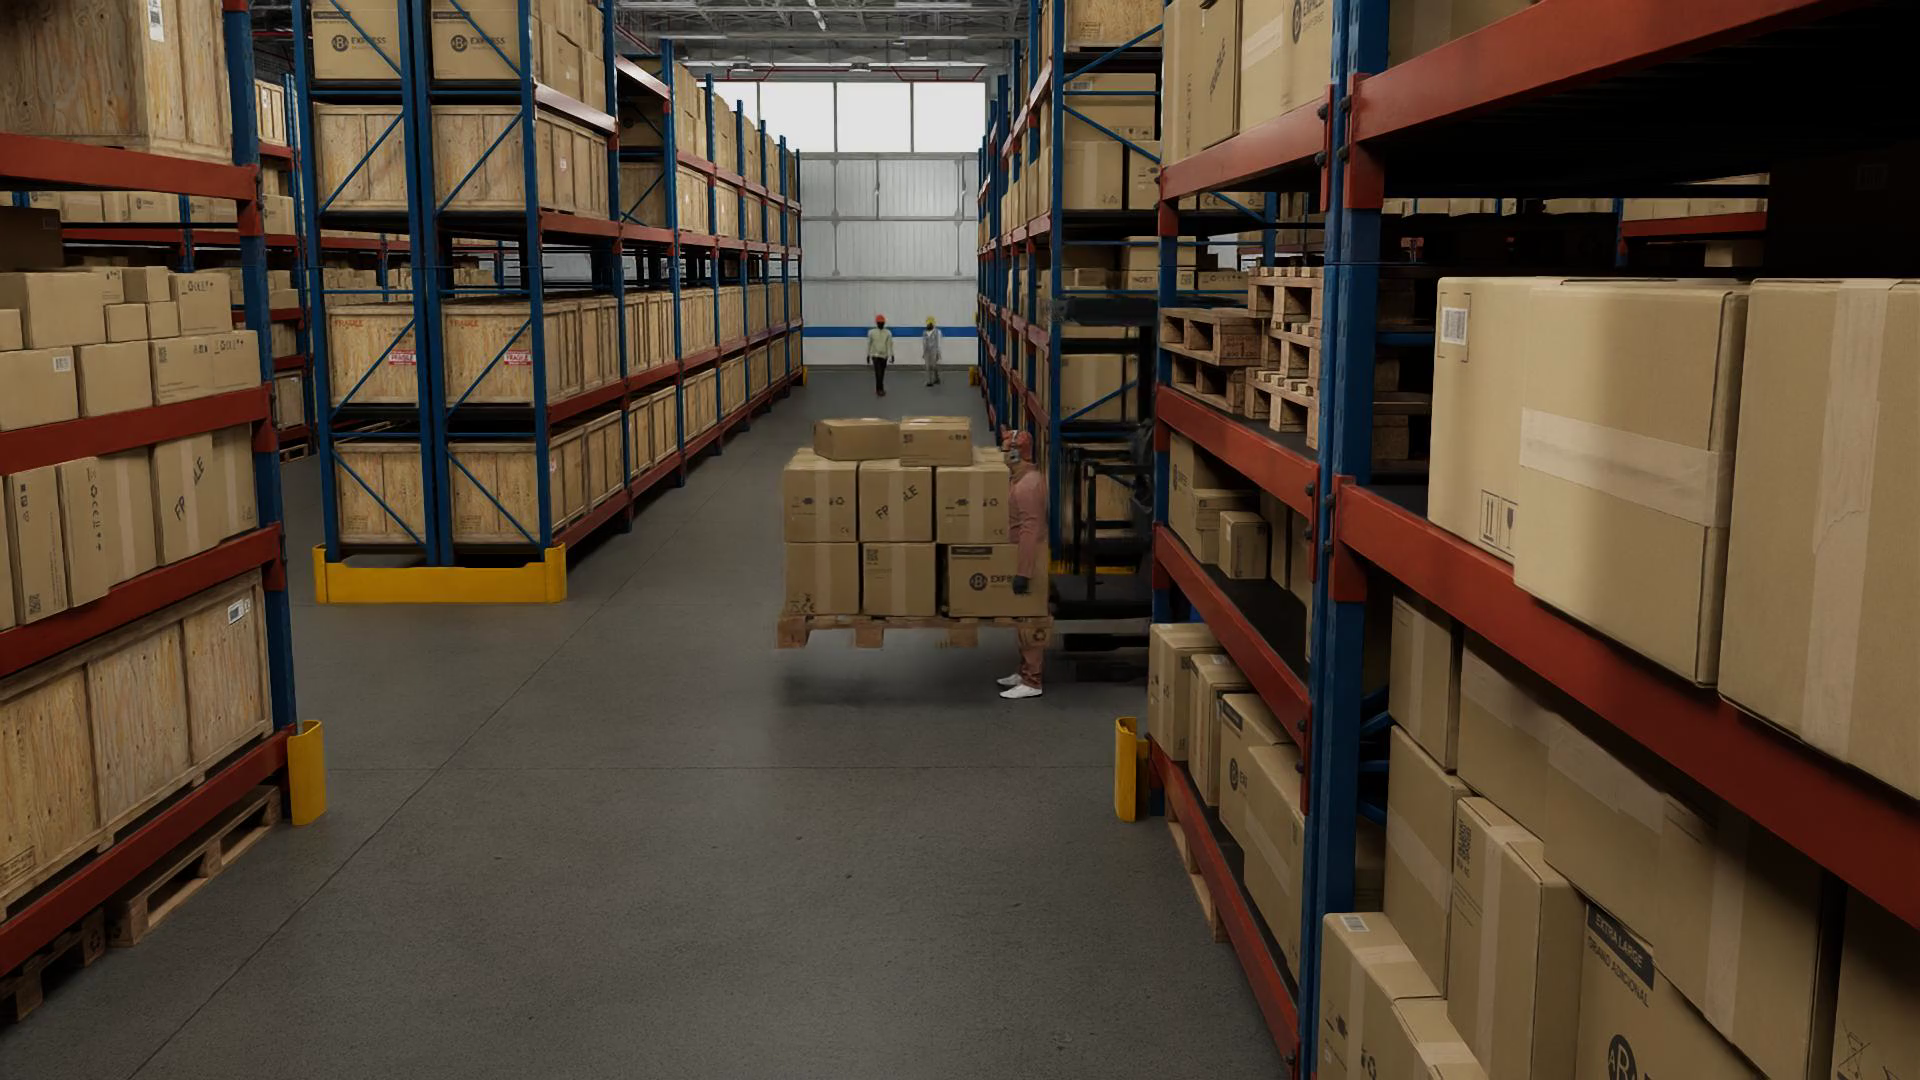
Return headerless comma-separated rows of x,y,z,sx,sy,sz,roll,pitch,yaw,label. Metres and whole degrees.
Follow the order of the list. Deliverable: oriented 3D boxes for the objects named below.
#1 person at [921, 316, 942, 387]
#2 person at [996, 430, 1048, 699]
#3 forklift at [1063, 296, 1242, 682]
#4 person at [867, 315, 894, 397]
-0.749,-4.836,42.767,0.613,1.809,0.439,6,11,31,person
0.419,0.170,11.808,0.399,1.905,0.643,0,9,2,person
1.772,-0.418,12.421,1.873,2.768,1.129,0,9,-2,forklift
-1.897,-4.411,39.781,0.635,1.944,1.019,-3,10,-20,person
